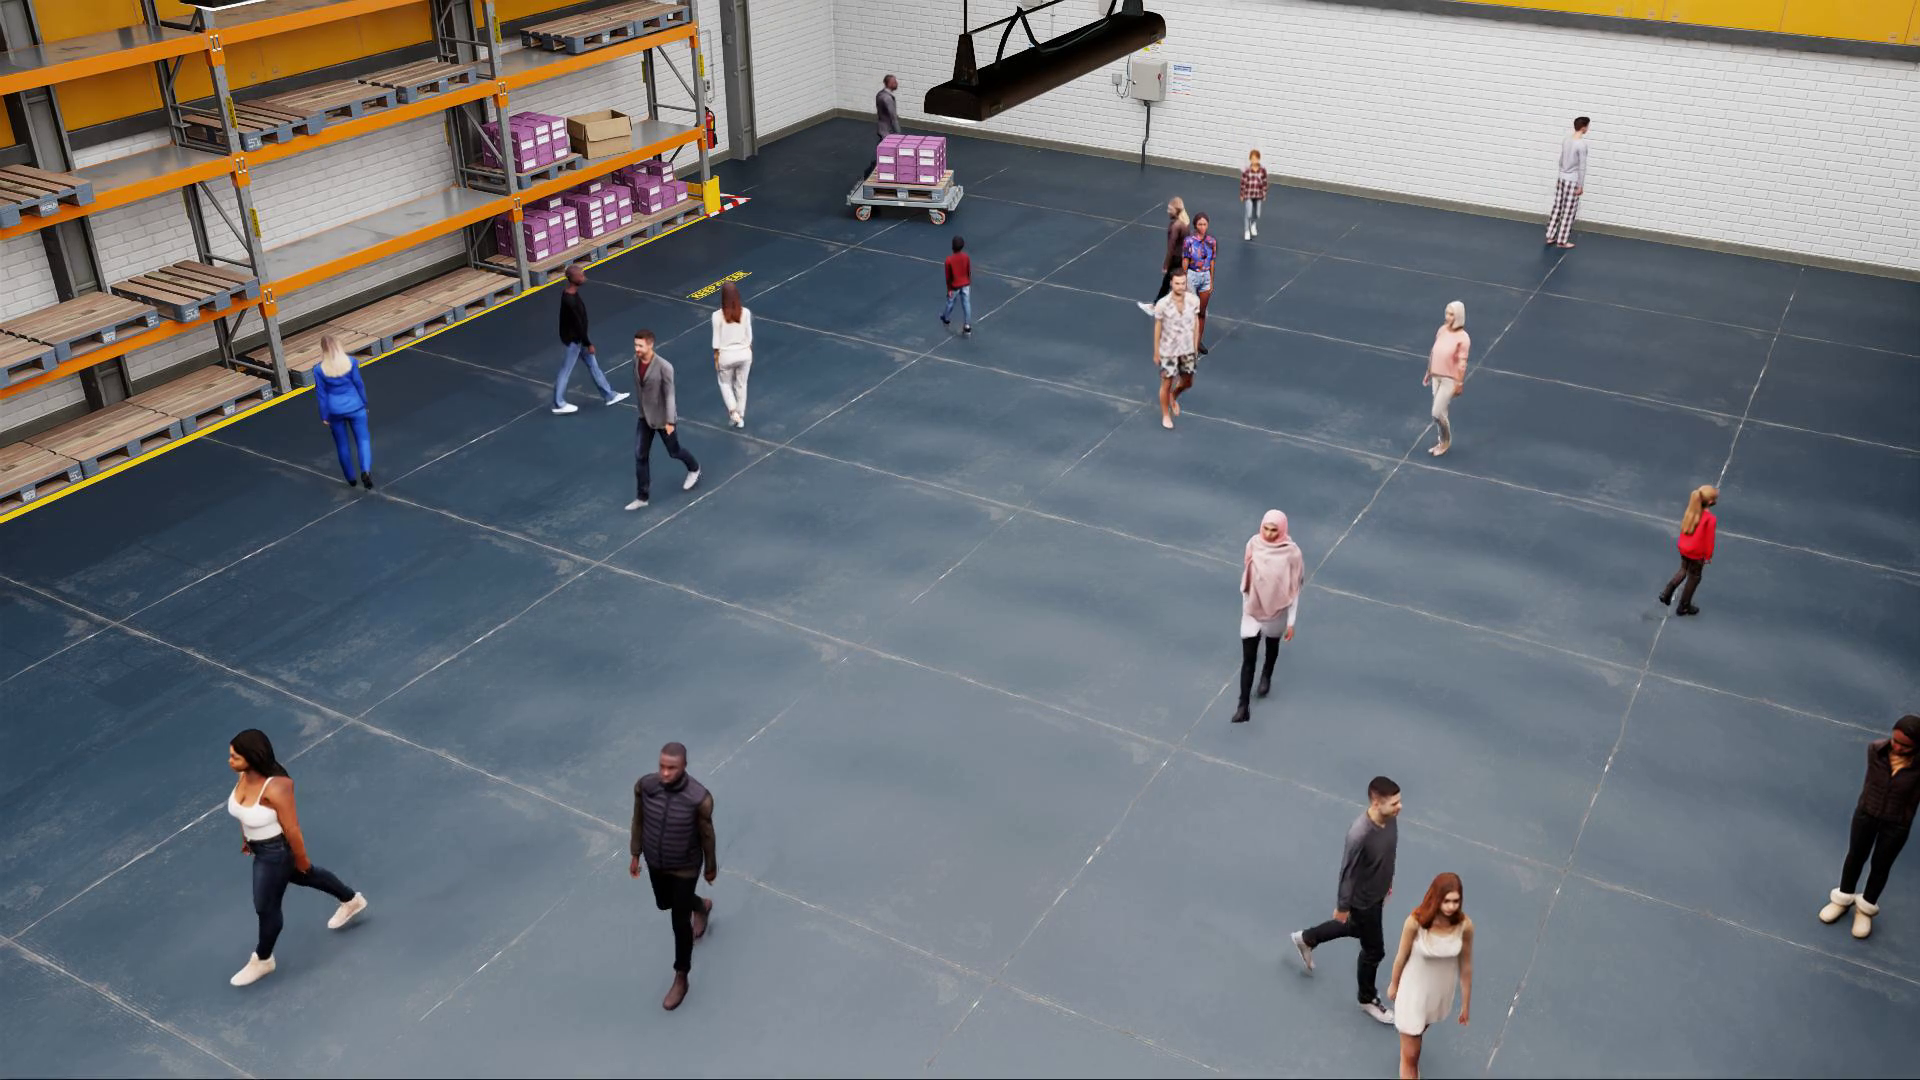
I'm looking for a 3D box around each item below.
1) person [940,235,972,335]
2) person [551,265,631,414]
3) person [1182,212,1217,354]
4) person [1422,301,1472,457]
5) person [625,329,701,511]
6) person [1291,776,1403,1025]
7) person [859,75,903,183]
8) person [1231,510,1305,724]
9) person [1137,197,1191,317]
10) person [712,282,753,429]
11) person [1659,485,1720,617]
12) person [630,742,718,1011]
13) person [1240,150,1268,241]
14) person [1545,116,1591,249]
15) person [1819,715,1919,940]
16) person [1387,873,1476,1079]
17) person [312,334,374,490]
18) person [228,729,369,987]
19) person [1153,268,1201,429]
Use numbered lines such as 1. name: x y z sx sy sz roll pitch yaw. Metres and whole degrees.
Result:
1. person: 0.012 -3.149 20.677 0.870 1.229 0.888 -10 30 -18
2. person: -4.354 -2.175 18.400 1.096 1.701 1.101 -5 29 -9
3. person: 2.851 -3.091 20.035 0.662 1.742 0.716 -6 29 -12
4. person: 5.192 -1.715 17.544 0.765 1.712 0.721 -13 31 -22
5. person: -2.957 -1.237 16.550 0.697 1.825 1.218 15 32 26
6. person: 2.464 2.167 10.400 0.712 1.738 0.980 19 34 31
7. person: -1.221 -6.287 25.855 1.189 1.779 1.224 -3 29 -6
8. person: 2.494 0.552 13.343 0.742 1.755 1.180 11 31 19
9. person: 2.810 -3.426 20.740 0.766 1.656 1.021 14 32 24
10. person: -2.432 -1.969 18.043 0.802 1.679 0.857 -11 30 -19
11. person: 6.428 0.098 14.677 0.725 1.275 0.661 -10 30 -17
12. person: -1.791 2.017 10.599 0.777 1.810 1.126 11 31 20
13. person: 4.228 -4.999 23.999 0.664 1.296 0.731 1 29 2
14. person: 8.641 -5.087 23.585 0.746 1.847 0.712 -11 30 -19
15. person: 6.144 1.847 11.067 0.662 1.661 0.611 16 32 26
16. person: 2.722 2.574 9.736 0.923 1.660 1.197 2 29 4
17. person: -6.163 -1.253 16.721 0.958 1.688 0.964 -13 31 -23
18. person: -4.327 1.950 10.771 1.279 1.763 0.905 -24 37 -37
19. person: 2.341 -2.144 18.236 0.861 1.803 0.919 -6 29 -11
